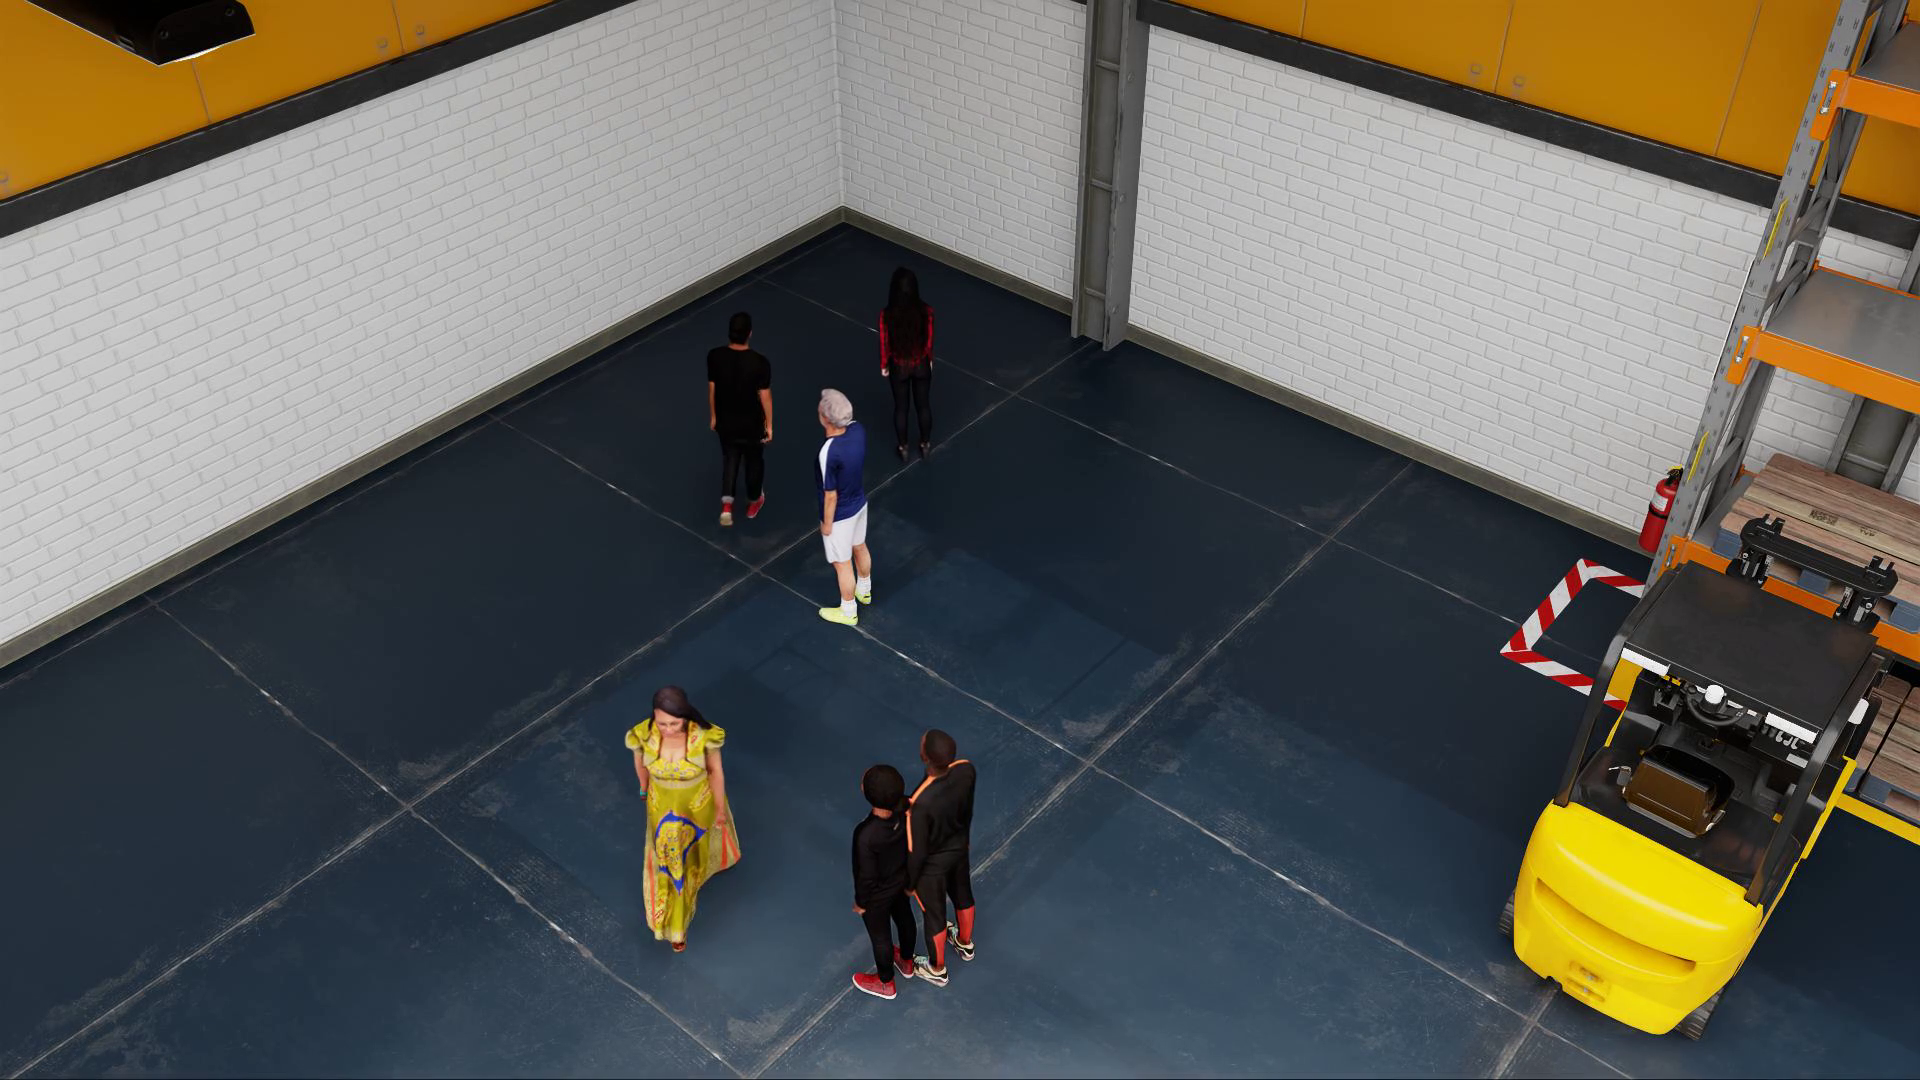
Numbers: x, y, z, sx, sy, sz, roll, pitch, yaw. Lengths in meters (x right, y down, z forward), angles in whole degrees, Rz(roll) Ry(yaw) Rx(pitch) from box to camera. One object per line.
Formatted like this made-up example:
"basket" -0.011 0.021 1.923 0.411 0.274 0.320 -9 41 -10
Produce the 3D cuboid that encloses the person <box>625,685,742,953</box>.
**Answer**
"person" -1.536 1.376 9.300 1.240 1.622 1.323 -5 39 -6

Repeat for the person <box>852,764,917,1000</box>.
"person" -0.387 1.785 8.745 0.539 1.675 0.603 25 45 28

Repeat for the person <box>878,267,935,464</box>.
"person" -0.376 -1.312 12.641 0.658 1.653 0.687 -9 39 -11

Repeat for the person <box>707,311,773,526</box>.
"person" -1.583 -0.805 11.935 0.940 1.740 0.952 5 39 7

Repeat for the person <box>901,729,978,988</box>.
"person" -0.097 1.665 8.789 0.644 1.808 0.568 -31 48 -33

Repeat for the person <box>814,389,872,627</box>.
"person" -0.779 -0.225 11.131 0.634 1.838 0.684 17 42 20
